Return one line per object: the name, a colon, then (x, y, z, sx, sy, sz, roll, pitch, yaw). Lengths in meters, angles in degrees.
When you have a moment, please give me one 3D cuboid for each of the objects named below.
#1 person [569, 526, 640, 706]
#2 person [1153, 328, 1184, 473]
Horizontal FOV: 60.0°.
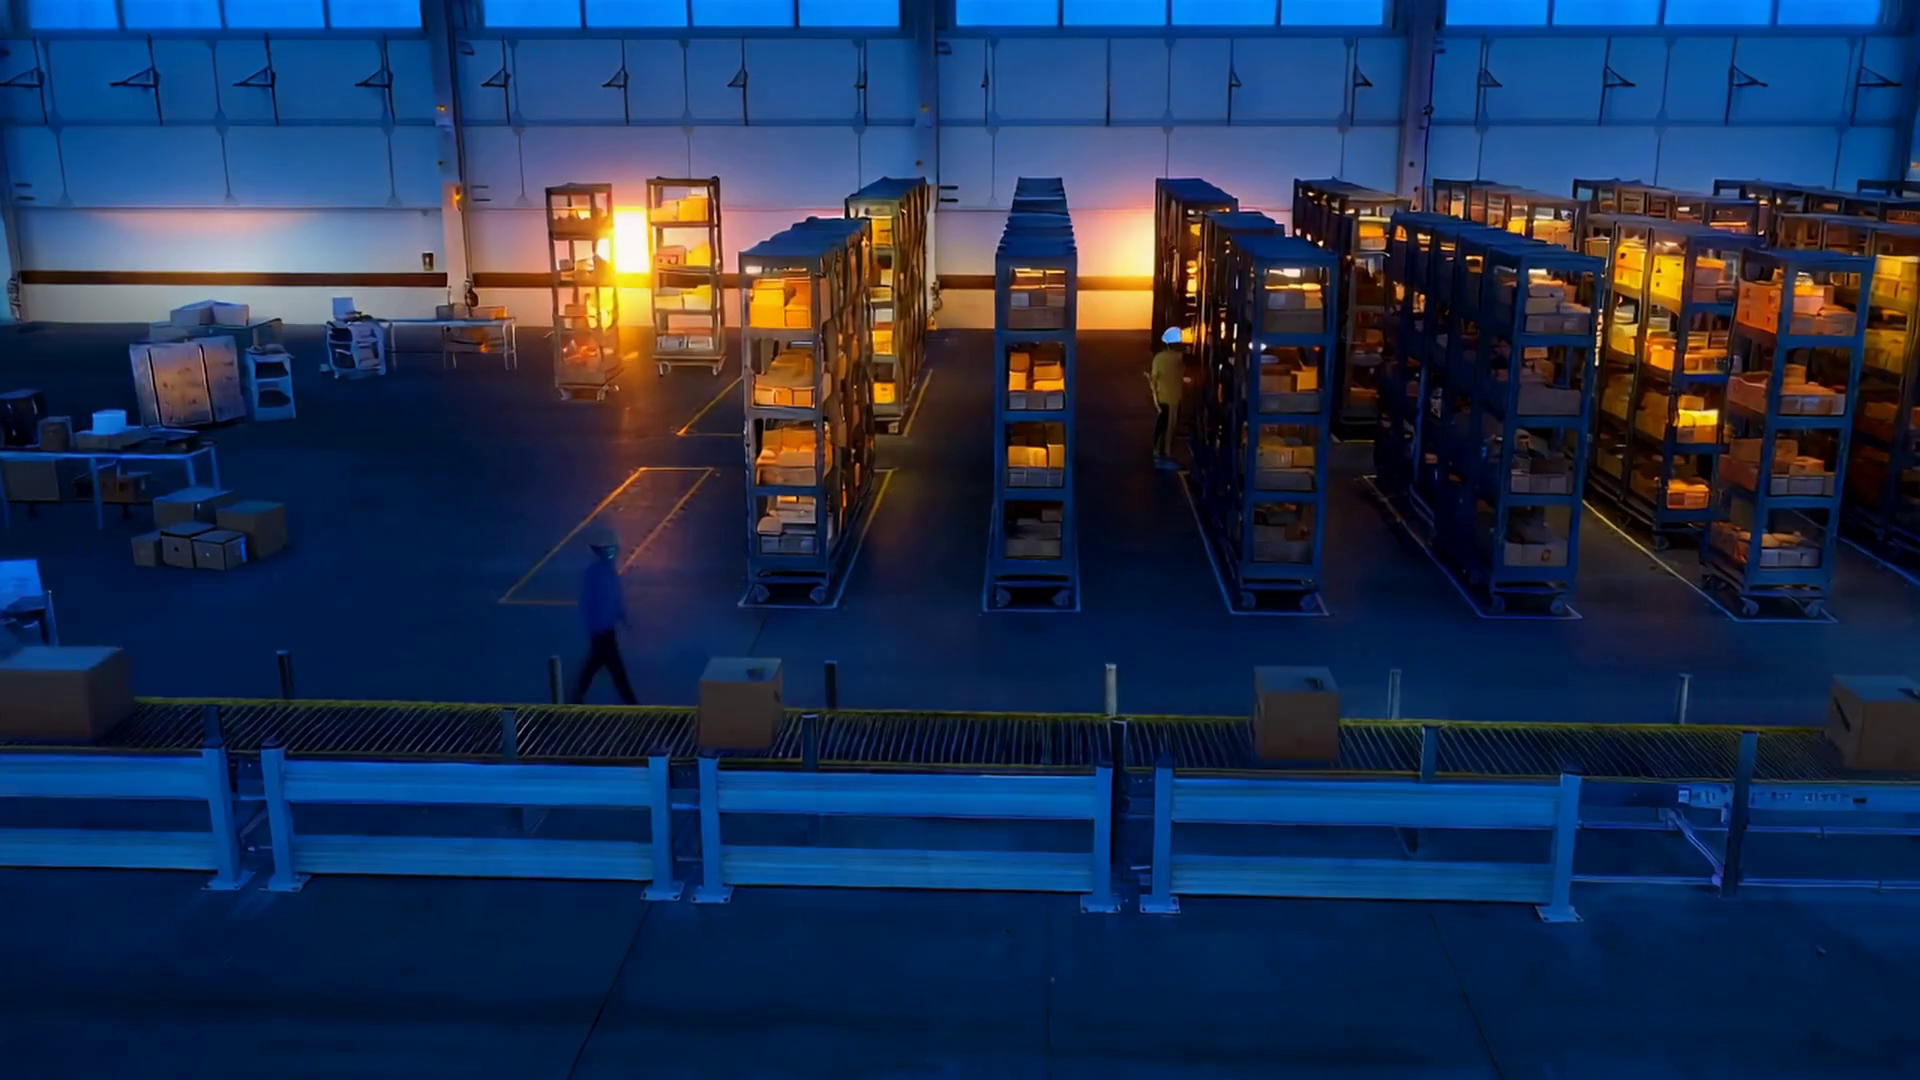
person: (-2.871, 0.719, 13.624, 0.918, 1.717, 0.540, 2, 15, 6)
person: (2.900, -1.937, 22.953, 0.390, 1.991, 0.625, 12, 19, 38)
